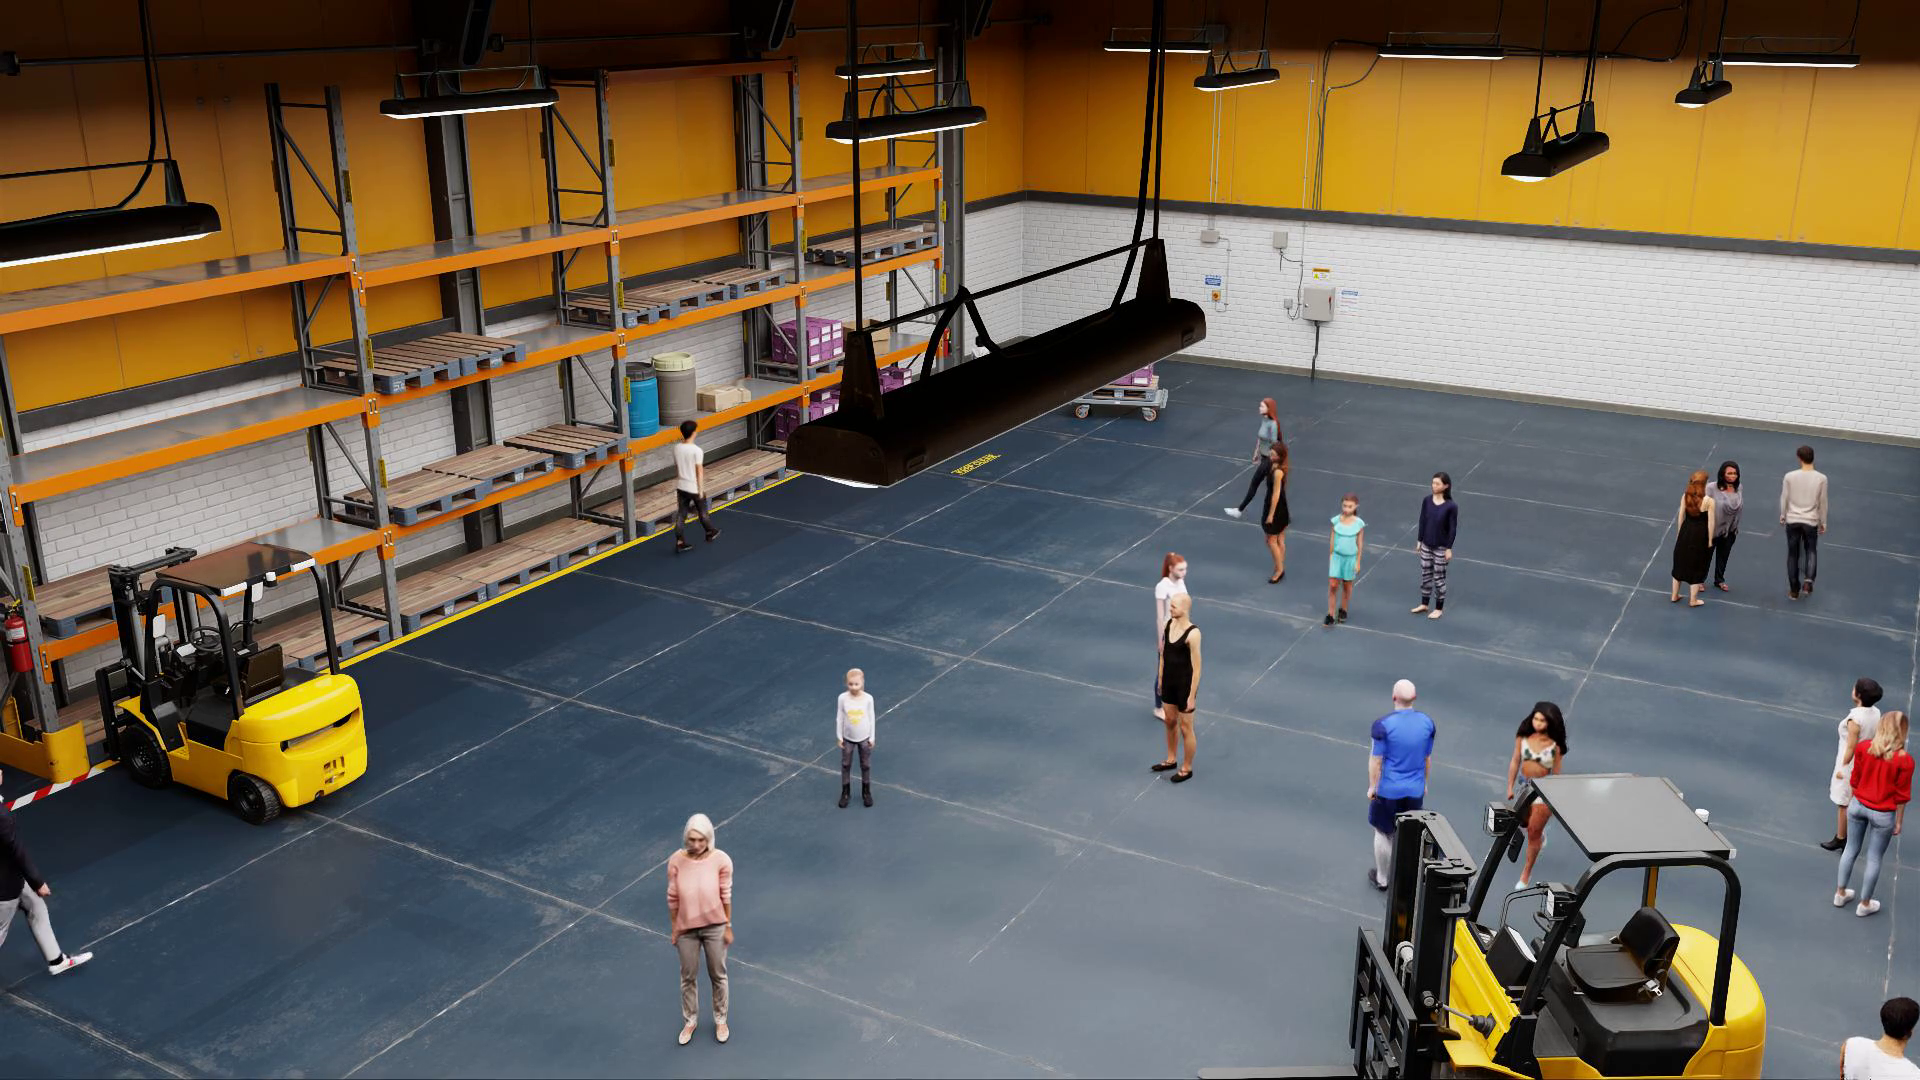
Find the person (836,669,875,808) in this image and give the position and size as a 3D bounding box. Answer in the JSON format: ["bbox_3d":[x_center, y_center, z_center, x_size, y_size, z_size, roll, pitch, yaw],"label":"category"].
[{"bbox_3d":[-0.925,1.739,14.790,0.578,1.279,0.622,-1,19,-3],"label":"person"}]

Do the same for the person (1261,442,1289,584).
[{"bbox_3d":[3.847,-0.326,20.093,0.875,1.809,0.570,10,21,28],"label":"person"}]

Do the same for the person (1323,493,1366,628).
[{"bbox_3d":[4.409,0.197,18.962,0.589,1.539,0.833,8,20,22],"label":"person"}]

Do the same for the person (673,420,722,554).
[{"bbox_3d":[-3.507,-0.656,21.276,0.655,1.679,1.046,10,21,27],"label":"person"}]

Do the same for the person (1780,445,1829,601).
[{"bbox_3d":[9.896,-0.171,19.592,0.698,1.834,0.642,11,21,29],"label":"person"}]

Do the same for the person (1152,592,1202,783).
[{"bbox_3d":[2.012,1.325,15.181,0.682,1.814,0.713,-11,22,-30],"label":"person"}]

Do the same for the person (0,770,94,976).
[{"bbox_3d":[-6.868,2.432,11.747,1.328,1.909,0.954,-17,25,-41],"label":"person"}]

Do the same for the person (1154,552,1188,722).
[{"bbox_3d":[2.075,0.942,16.440,0.664,1.737,0.526,15,24,38],"label":"person"}]

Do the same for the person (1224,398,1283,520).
[{"bbox_3d":[4.225,-1.042,22.395,1.067,1.696,1.141,-1,19,-3],"label":"person"}]

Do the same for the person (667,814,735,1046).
[{"bbox_3d":[-1.772,2.641,11.414,0.683,1.724,0.699,-1,19,-3],"label":"person"}]

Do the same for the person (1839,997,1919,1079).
[{"bbox_3d":[4.948,3.372,9.210,1.244,1.746,1.028,-12,22,-32],"label":"person"}]

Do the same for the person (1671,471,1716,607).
[{"bbox_3d":[8.595,-0.030,19.505,0.658,1.624,0.642,-15,24,-38],"label":"person"}]

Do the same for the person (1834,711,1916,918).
[{"bbox_3d":[7.128,2.121,12.992,0.635,1.703,0.670,-15,24,-38],"label":"person"}]

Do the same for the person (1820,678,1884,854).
[{"bbox_3d":[7.503,1.879,13.942,0.591,1.555,0.697,-12,22,-31],"label":"person"}]

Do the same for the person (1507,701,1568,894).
[{"bbox_3d":[4.678,2.025,13.432,0.701,1.604,1.026,16,24,39],"label":"person"}]

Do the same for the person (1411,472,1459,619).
[{"bbox_3d":[5.480,0.043,19.114,0.626,1.733,0.669,-15,24,-38],"label":"person"}]

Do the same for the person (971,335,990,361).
[{"bbox_3d":[0.339,-2.903,28.604,0.546,1.260,0.584,2,19,5],"label":"person"}]

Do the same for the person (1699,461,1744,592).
[{"bbox_3d":[9.134,-0.186,19.989,0.761,1.610,0.810,-1,19,-4],"label":"person"}]

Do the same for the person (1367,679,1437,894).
[{"bbox_3d":[3.492,2.006,13.136,0.937,1.829,1.013,-3,19,-9],"label":"person"}]
